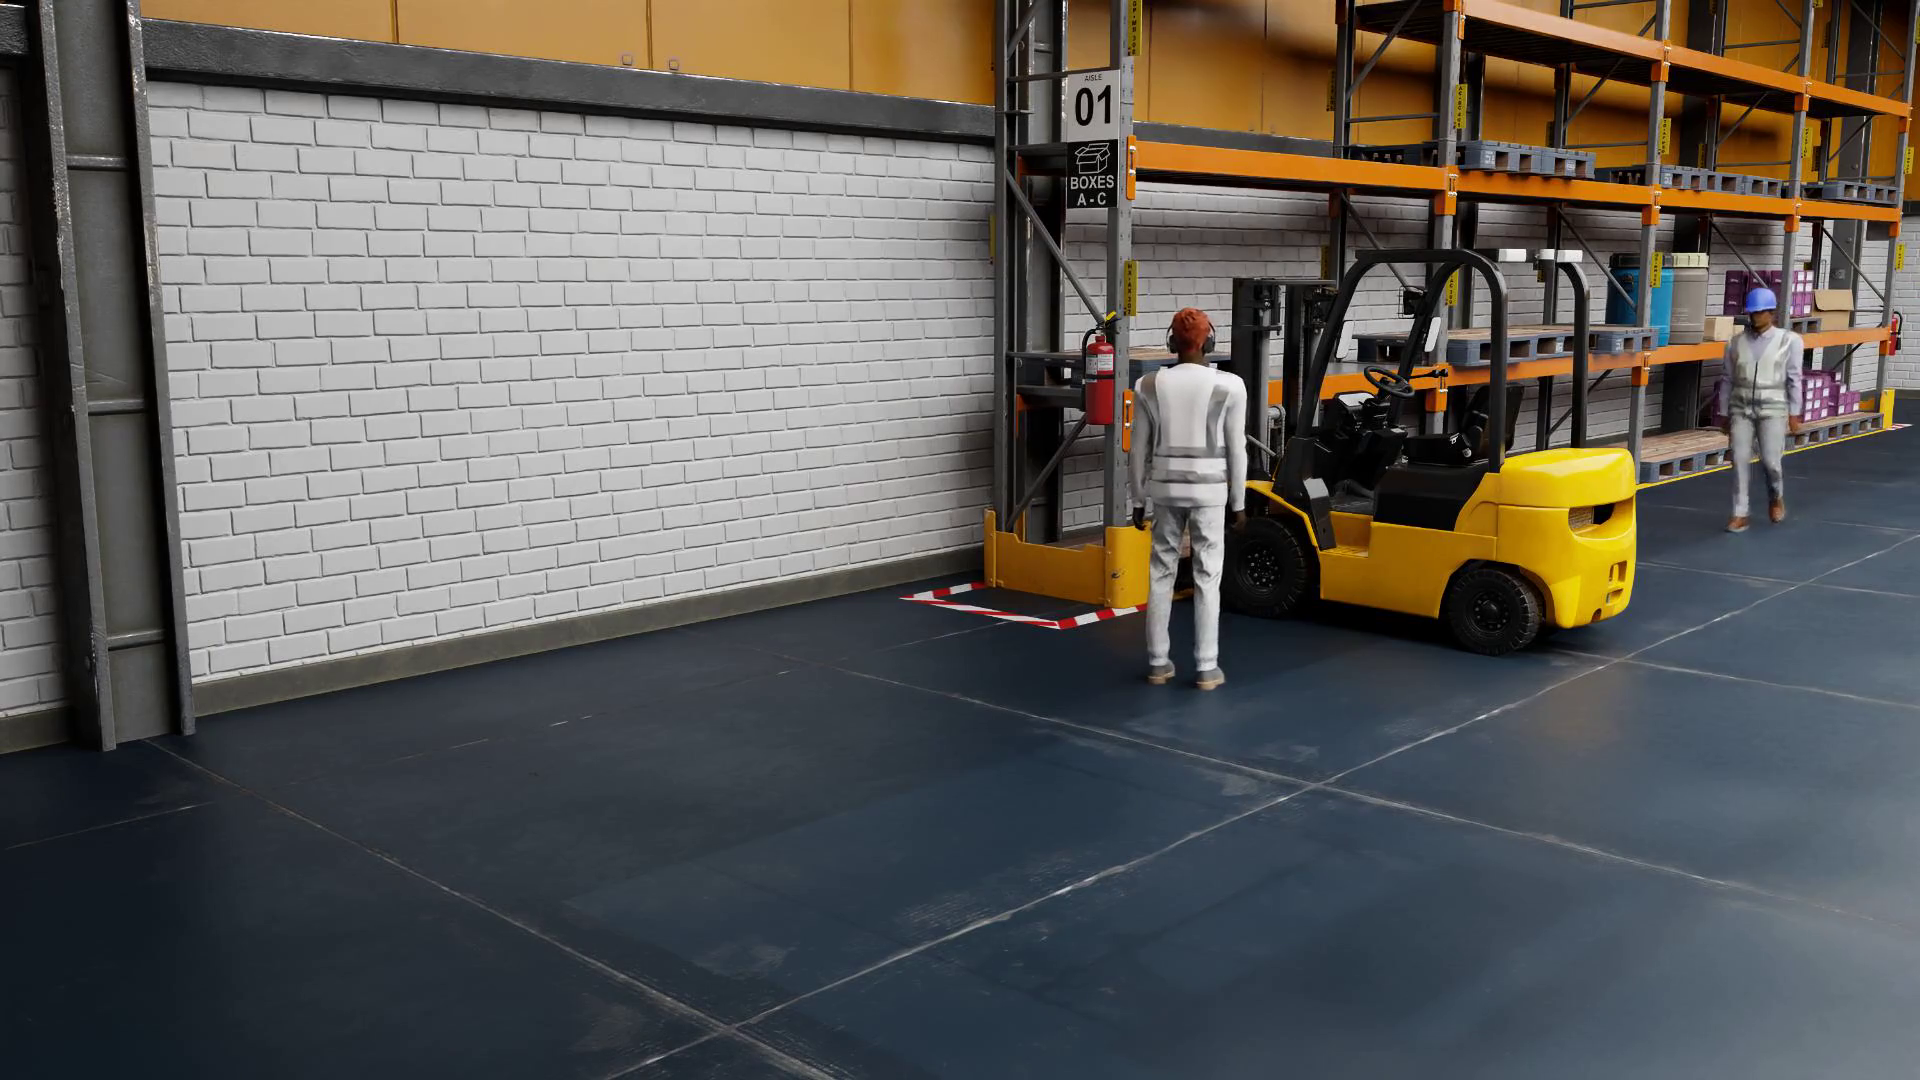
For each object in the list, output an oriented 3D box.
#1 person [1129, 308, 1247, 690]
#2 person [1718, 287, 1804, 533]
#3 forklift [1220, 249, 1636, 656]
[{"bbox_3d":[1.124,-0.201,8.233,0.586,1.882,0.368,4,10,22],"label":"person"},{"bbox_3d":[6.305,-1.020,13.108,0.627,1.927,0.558,9,13,42],"label":"person"},{"bbox_3d":[2.710,-0.584,9.626,2.313,2.155,1.214,9,13,43],"label":"forklift"}]
